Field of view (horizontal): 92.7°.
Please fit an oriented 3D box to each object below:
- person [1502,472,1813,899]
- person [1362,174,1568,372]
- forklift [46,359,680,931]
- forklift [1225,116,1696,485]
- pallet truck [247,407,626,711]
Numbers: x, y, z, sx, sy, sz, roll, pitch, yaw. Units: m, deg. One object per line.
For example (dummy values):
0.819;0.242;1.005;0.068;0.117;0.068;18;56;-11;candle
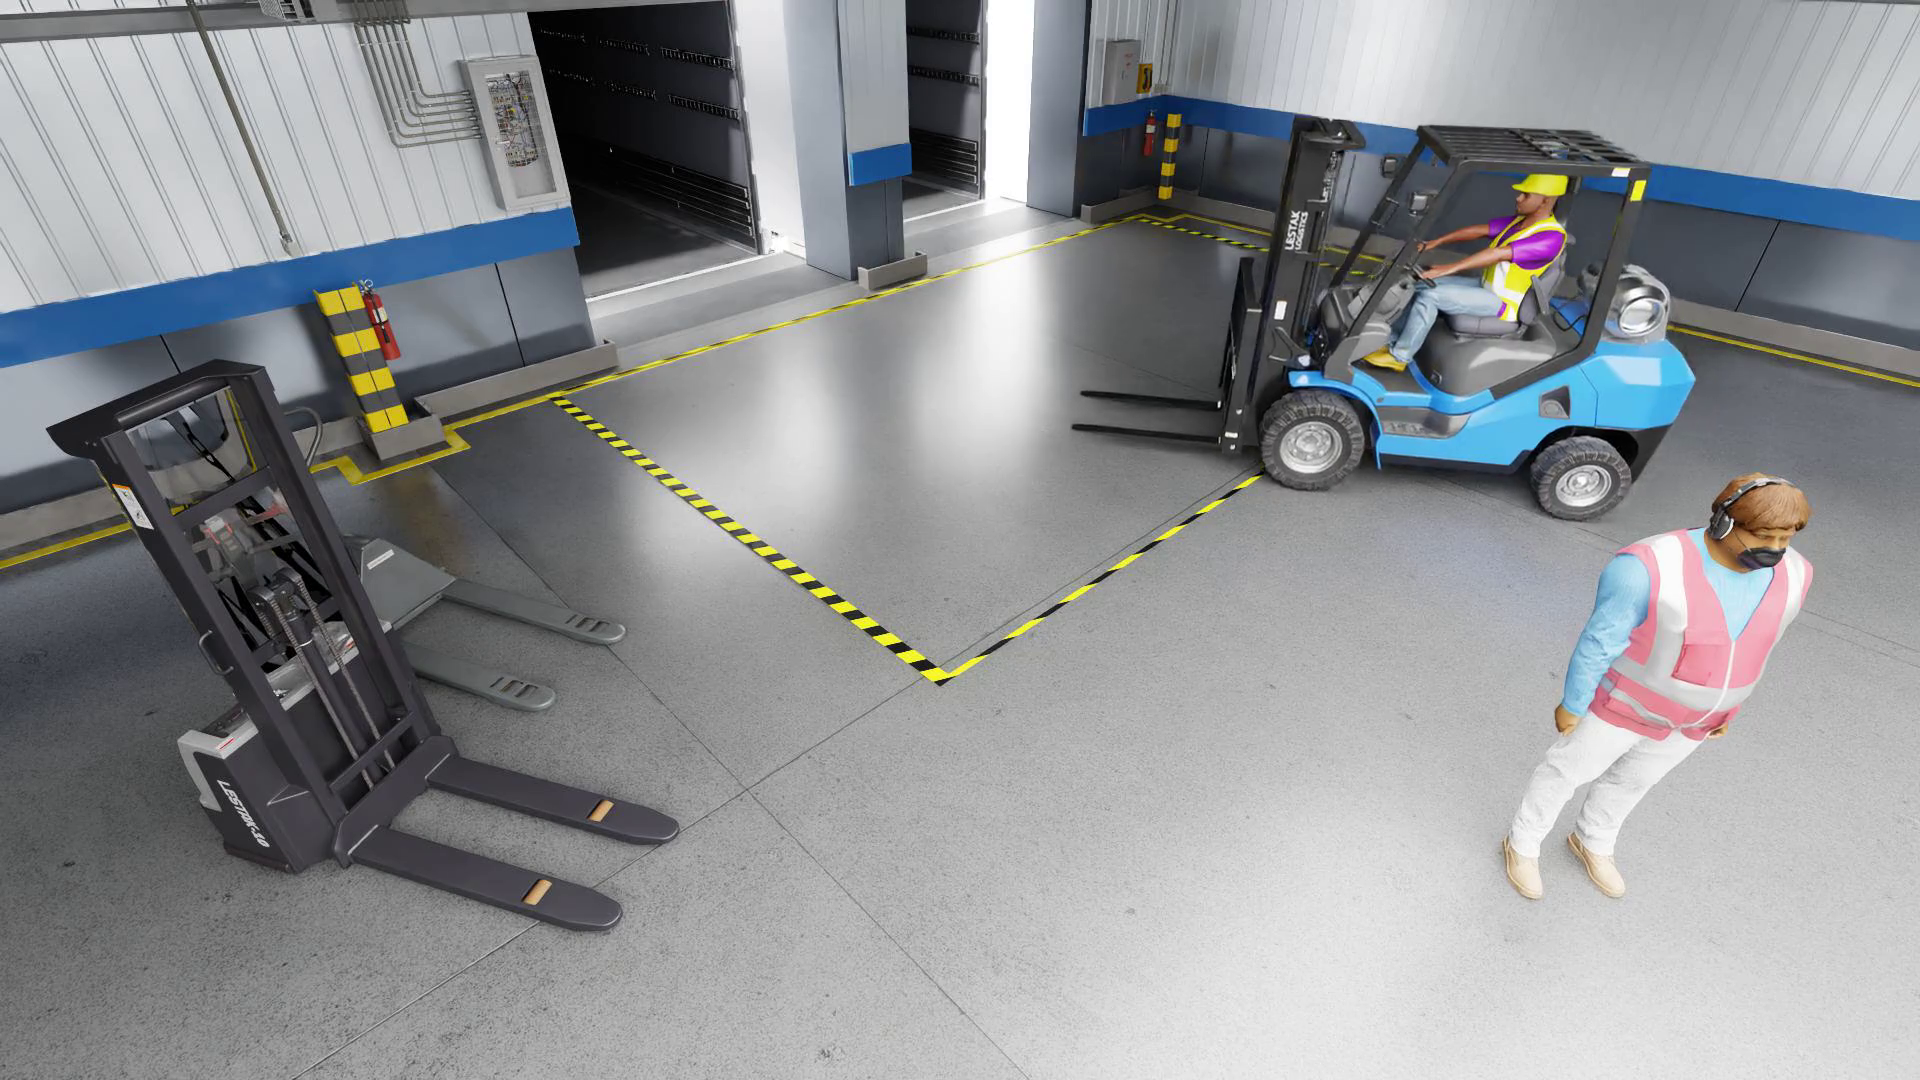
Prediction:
2.449;0.584;3.252;0.631;1.843;0.429;0;34;0;person
3.162;-1.713;5.845;1.004;1.293;0.635;7;35;10;person
-2.135;0.422;3.354;1.885;1.965;0.823;10;35;14;forklift
3.218;-1.548;5.934;2.680;2.036;1.157;7;35;10;forklift
-2.628;0.038;4.590;1.601;1.201;0.680;12;36;18;pallet truck
